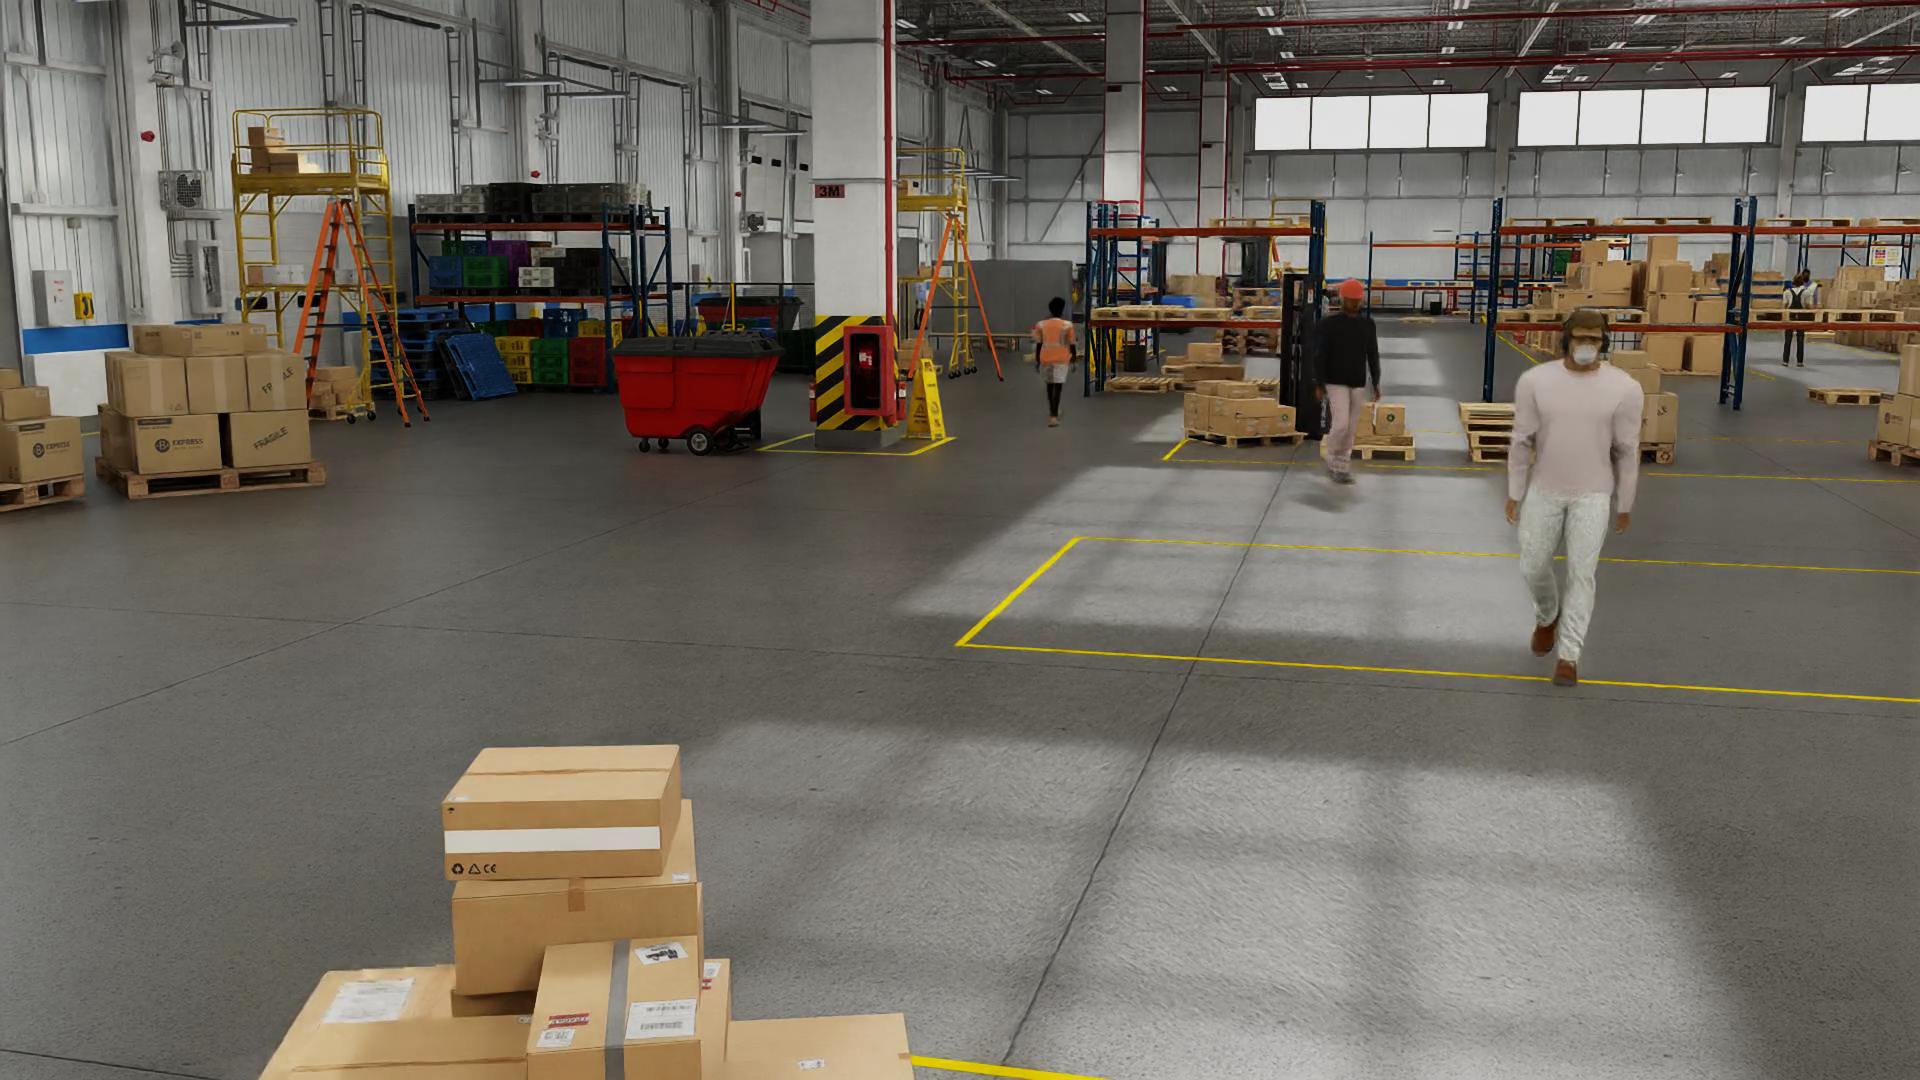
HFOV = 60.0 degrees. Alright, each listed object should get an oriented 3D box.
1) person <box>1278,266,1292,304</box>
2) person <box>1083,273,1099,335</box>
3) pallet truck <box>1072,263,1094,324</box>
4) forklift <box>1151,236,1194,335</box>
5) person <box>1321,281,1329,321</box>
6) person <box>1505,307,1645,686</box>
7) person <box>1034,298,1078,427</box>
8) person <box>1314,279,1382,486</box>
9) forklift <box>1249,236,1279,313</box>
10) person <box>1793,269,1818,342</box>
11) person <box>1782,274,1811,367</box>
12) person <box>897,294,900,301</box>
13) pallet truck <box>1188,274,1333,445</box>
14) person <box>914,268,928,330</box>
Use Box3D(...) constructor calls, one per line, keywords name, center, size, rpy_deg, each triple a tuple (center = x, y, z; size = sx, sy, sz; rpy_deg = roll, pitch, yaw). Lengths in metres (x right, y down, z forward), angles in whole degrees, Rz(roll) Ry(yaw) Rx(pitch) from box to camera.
Box3D(name="person", center=(9.583, -7.053, 48.740), size=(0.660, 1.922, 0.542), rpy_deg=(7, 12, 36))
Box3D(name="person", center=(3.638, -6.269, 44.136), size=(0.631, 1.923, 0.675), rpy_deg=(-8, 12, -39))
Box3D(name="pallet truck", center=(4.325, -8.180, 55.162), size=(0.823, 1.965, 1.885), rpy_deg=(6, 11, 31))
Box3D(name="forklift", center=(5.634, -7.224, 46.935), size=(1.873, 2.768, 1.129), rpy_deg=(2, 10, 14))
Box3D(name="person", center=(6.904, -4.107, 31.955), size=(0.485, 1.736, 0.321), rpy_deg=(-5, 11, -27))
Box3D(name="person", center=(3.158, -0.234, 8.574), size=(0.648, 1.928, 0.571), rpy_deg=(4, 11, 24))
Box3D(name="person", center=(1.275, -2.314, 21.625), size=(0.552, 1.648, 0.868), rpy_deg=(5, 11, 25))
Box3D(name="person", center=(3.728, -1.487, 15.841), size=(0.617, 1.975, 0.597), rpy_deg=(-4, 10, -20))
Box3D(name="forklift", center=(9.162, -7.896, 50.894), size=(1.873, 2.768, 1.129), rpy_deg=(-2, 10, -12))
Box3D(name="person", center=(22.002, -6.119, 43.362), size=(0.598, 1.885, 0.903), rpy_deg=(2, 10, 11))
Box3D(name="person", center=(16.717, -4.387, 33.278), size=(0.505, 1.847, 0.344), rpy_deg=(5, 11, 28))
Box3D(name="person", center=(-1.102, -2.643, 23.281), size=(0.543, 1.745, 0.538), rpy_deg=(0, 10, 2))
Box3D(name="pallet truck", center=(3.653, -2.138, 19.590), size=(1.885, 1.965, 0.823), rpy_deg=(-4, 10, -20))
Box3D(name="person", center=(-1.165, -7.328, 50.363), size=(0.392, 1.927, 0.545), rpy_deg=(7, 12, 34))
